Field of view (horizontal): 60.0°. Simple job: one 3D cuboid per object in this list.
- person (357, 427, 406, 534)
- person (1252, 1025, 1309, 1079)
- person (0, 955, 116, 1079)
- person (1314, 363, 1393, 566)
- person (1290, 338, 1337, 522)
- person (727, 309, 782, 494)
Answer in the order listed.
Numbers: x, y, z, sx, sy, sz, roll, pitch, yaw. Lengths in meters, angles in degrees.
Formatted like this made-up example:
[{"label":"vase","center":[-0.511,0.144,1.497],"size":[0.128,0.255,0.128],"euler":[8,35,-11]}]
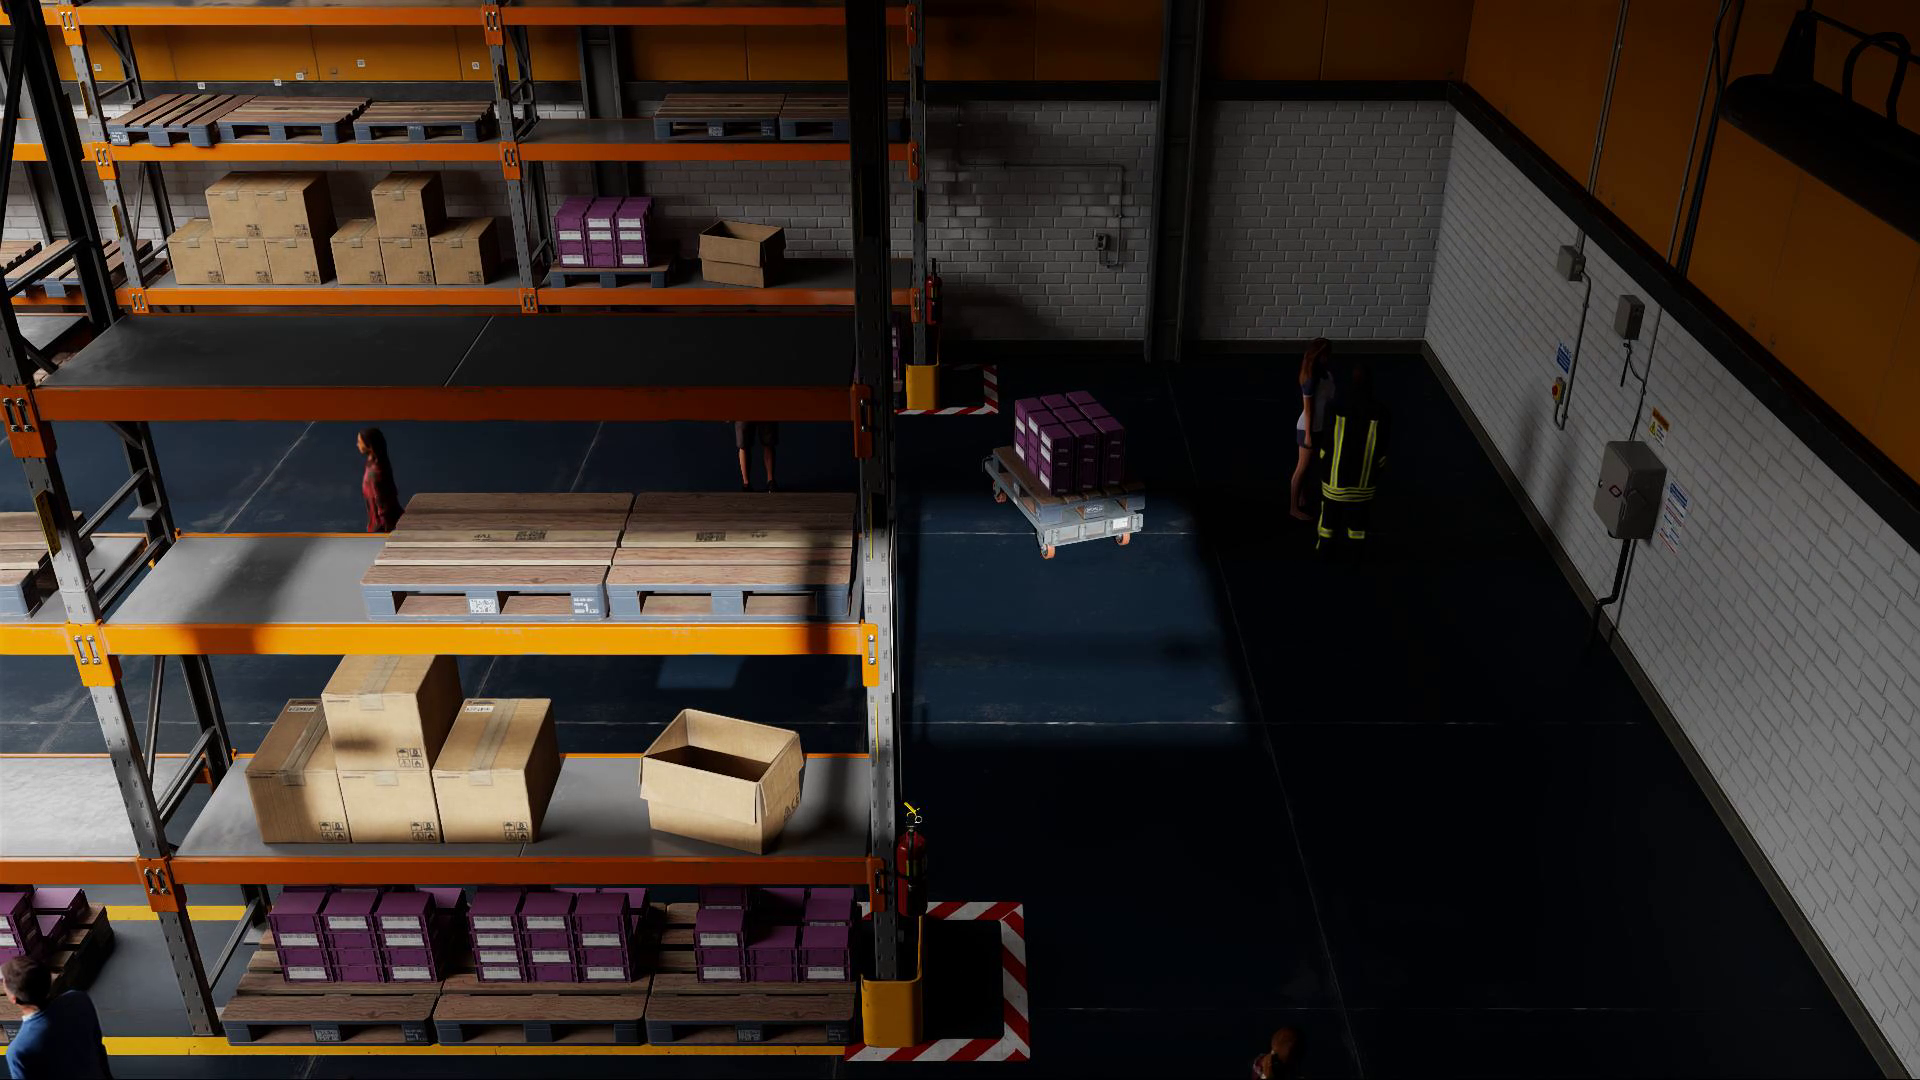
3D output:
[{"label":"person","center":[-4.573,-0.148,13.522],"size":[1.063,1.685,0.774],"euler":[-7,29,-12]},{"label":"person","center":[1.518,2.963,8.251],"size":[0.942,1.271,0.882],"euler":[-25,37,-38]},{"label":"person","center":[-4.323,2.739,8.092],"size":[0.661,1.818,0.722],"euler":[8,30,14]},{"label":"person","center":[3.374,-0.662,14.326],"size":[0.689,1.818,0.854],"euler":[7,29,12]},{"label":"person","center":[3.186,-1.029,15.088],"size":[0.698,1.733,0.682],"euler":[15,32,26]},{"label":"person","center":[-1.888,-1.258,15.373],"size":[0.584,1.862,0.773],"euler":[-5,29,-9]}]
